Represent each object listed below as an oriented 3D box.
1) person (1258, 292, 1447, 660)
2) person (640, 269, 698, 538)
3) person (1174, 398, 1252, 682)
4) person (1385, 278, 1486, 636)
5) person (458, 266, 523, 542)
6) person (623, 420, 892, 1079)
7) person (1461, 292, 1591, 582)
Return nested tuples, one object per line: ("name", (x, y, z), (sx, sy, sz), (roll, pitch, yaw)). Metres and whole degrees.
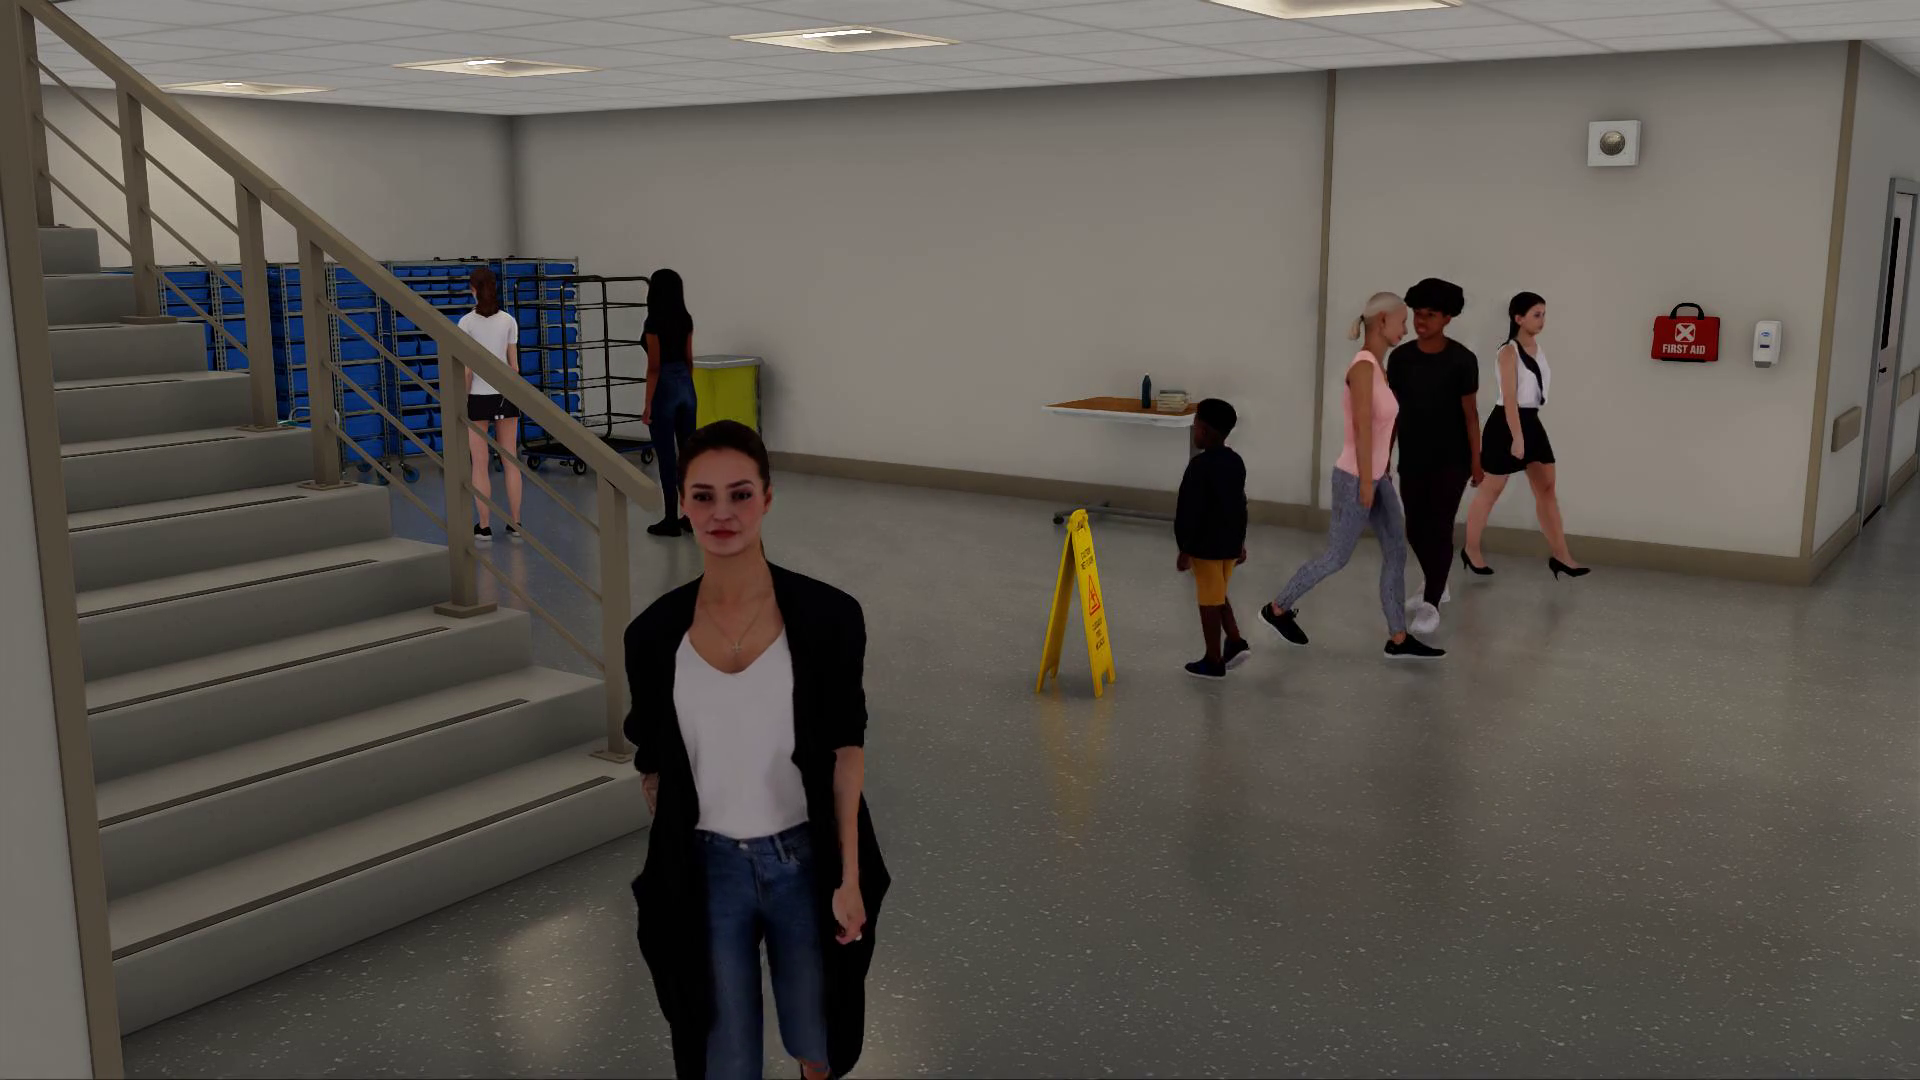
("person", (1.769, -0.266, 7.693), (1.131, 1.681, 0.667), (6, 12, 27))
("person", (-1.885, -0.905, 10.905), (0.537, 1.739, 0.567), (8, 14, 38))
("person", (1.180, 0.010, 7.363), (0.566, 1.261, 0.617), (-10, 15, -43))
("person", (2.403, -0.415, 8.345), (0.926, 1.730, 0.747), (9, 14, 40))
("person", (-3.033, -0.882, 10.745), (0.624, 1.752, 0.642), (-8, 14, -38))
("person", (-0.361, 0.609, 3.133), (1.099, 1.661, 1.070), (0, 11, 1))
("person", (3.069, -0.567, 9.449), (0.712, 1.617, 1.031), (-10, 15, -42))
